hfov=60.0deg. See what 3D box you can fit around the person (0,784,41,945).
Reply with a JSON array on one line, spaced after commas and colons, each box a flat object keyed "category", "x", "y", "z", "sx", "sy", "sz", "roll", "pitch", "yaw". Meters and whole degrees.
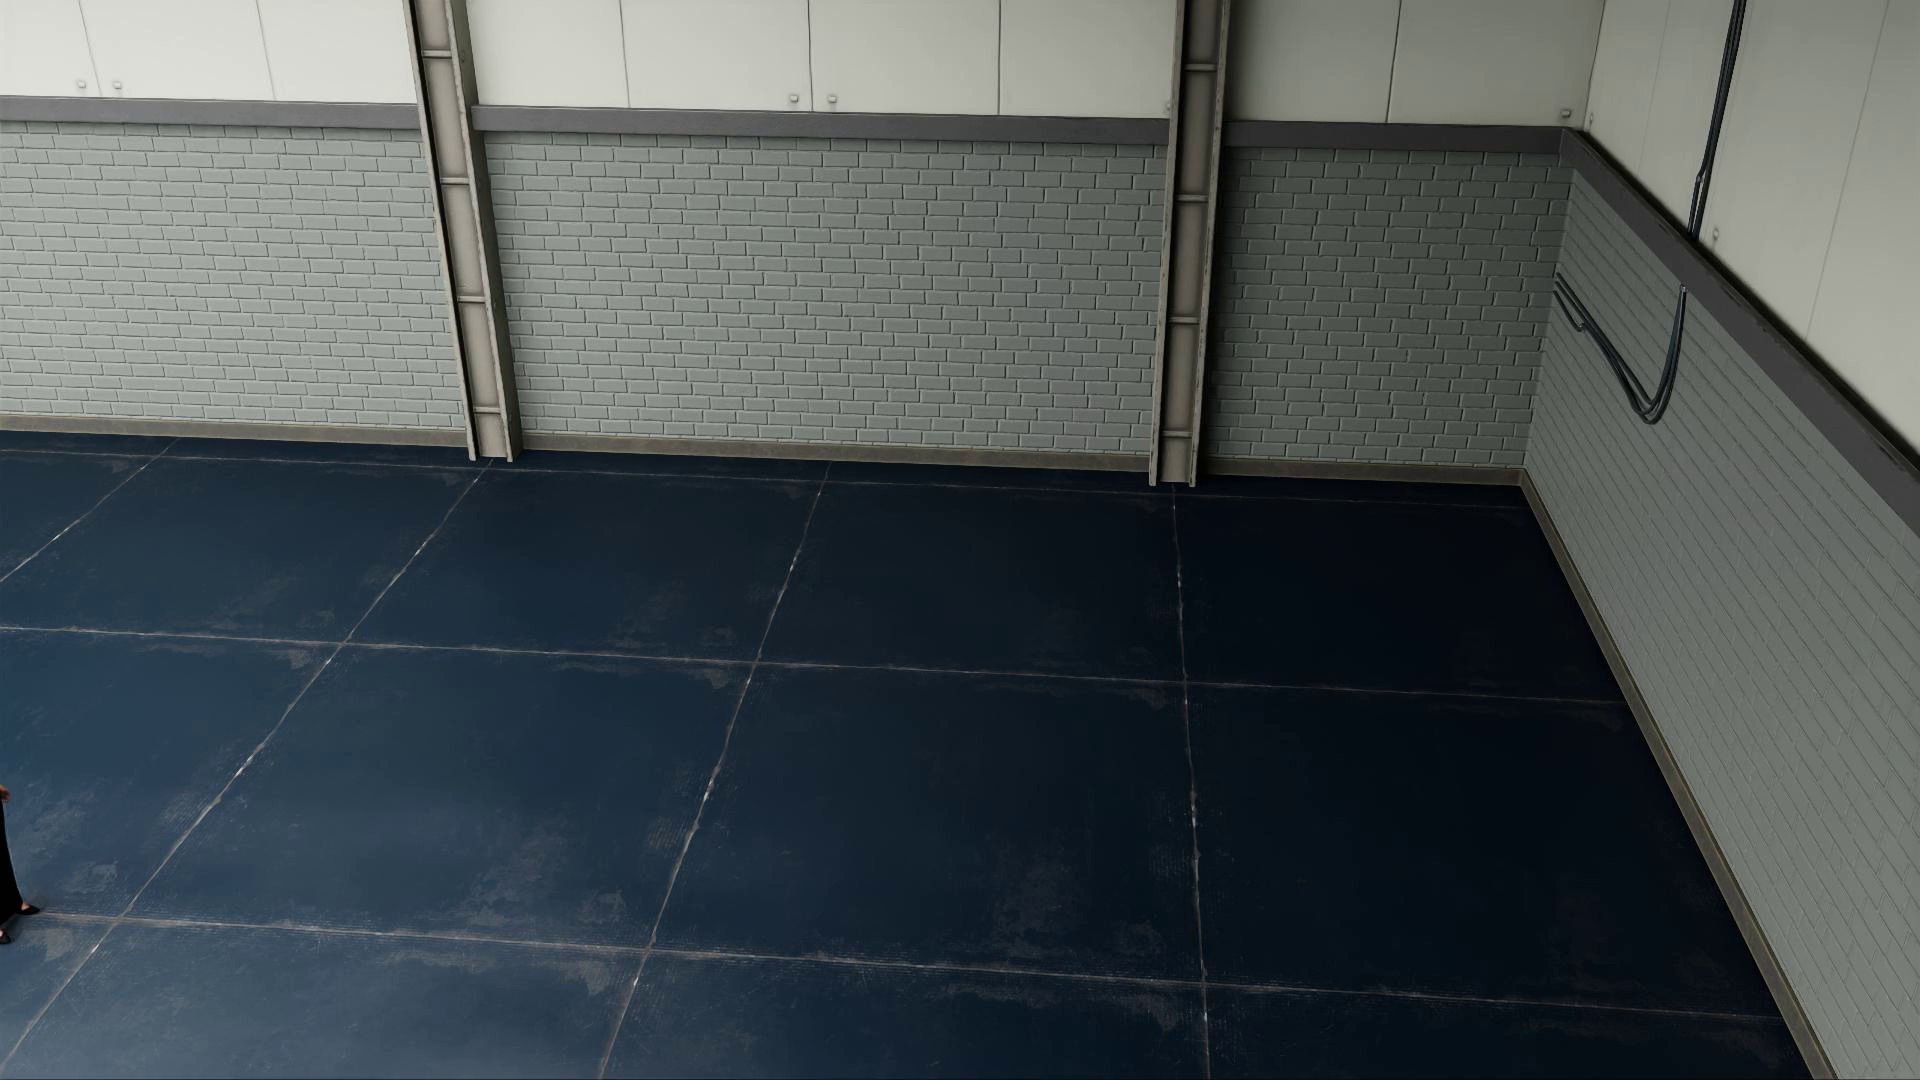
[{"category": "person", "x": -5.290, "y": 1.409, "z": 8.866, "sx": 0.524, "sy": 1.606, "sz": 0.590, "roll": 4, "pitch": 28, "yaw": 8}]
